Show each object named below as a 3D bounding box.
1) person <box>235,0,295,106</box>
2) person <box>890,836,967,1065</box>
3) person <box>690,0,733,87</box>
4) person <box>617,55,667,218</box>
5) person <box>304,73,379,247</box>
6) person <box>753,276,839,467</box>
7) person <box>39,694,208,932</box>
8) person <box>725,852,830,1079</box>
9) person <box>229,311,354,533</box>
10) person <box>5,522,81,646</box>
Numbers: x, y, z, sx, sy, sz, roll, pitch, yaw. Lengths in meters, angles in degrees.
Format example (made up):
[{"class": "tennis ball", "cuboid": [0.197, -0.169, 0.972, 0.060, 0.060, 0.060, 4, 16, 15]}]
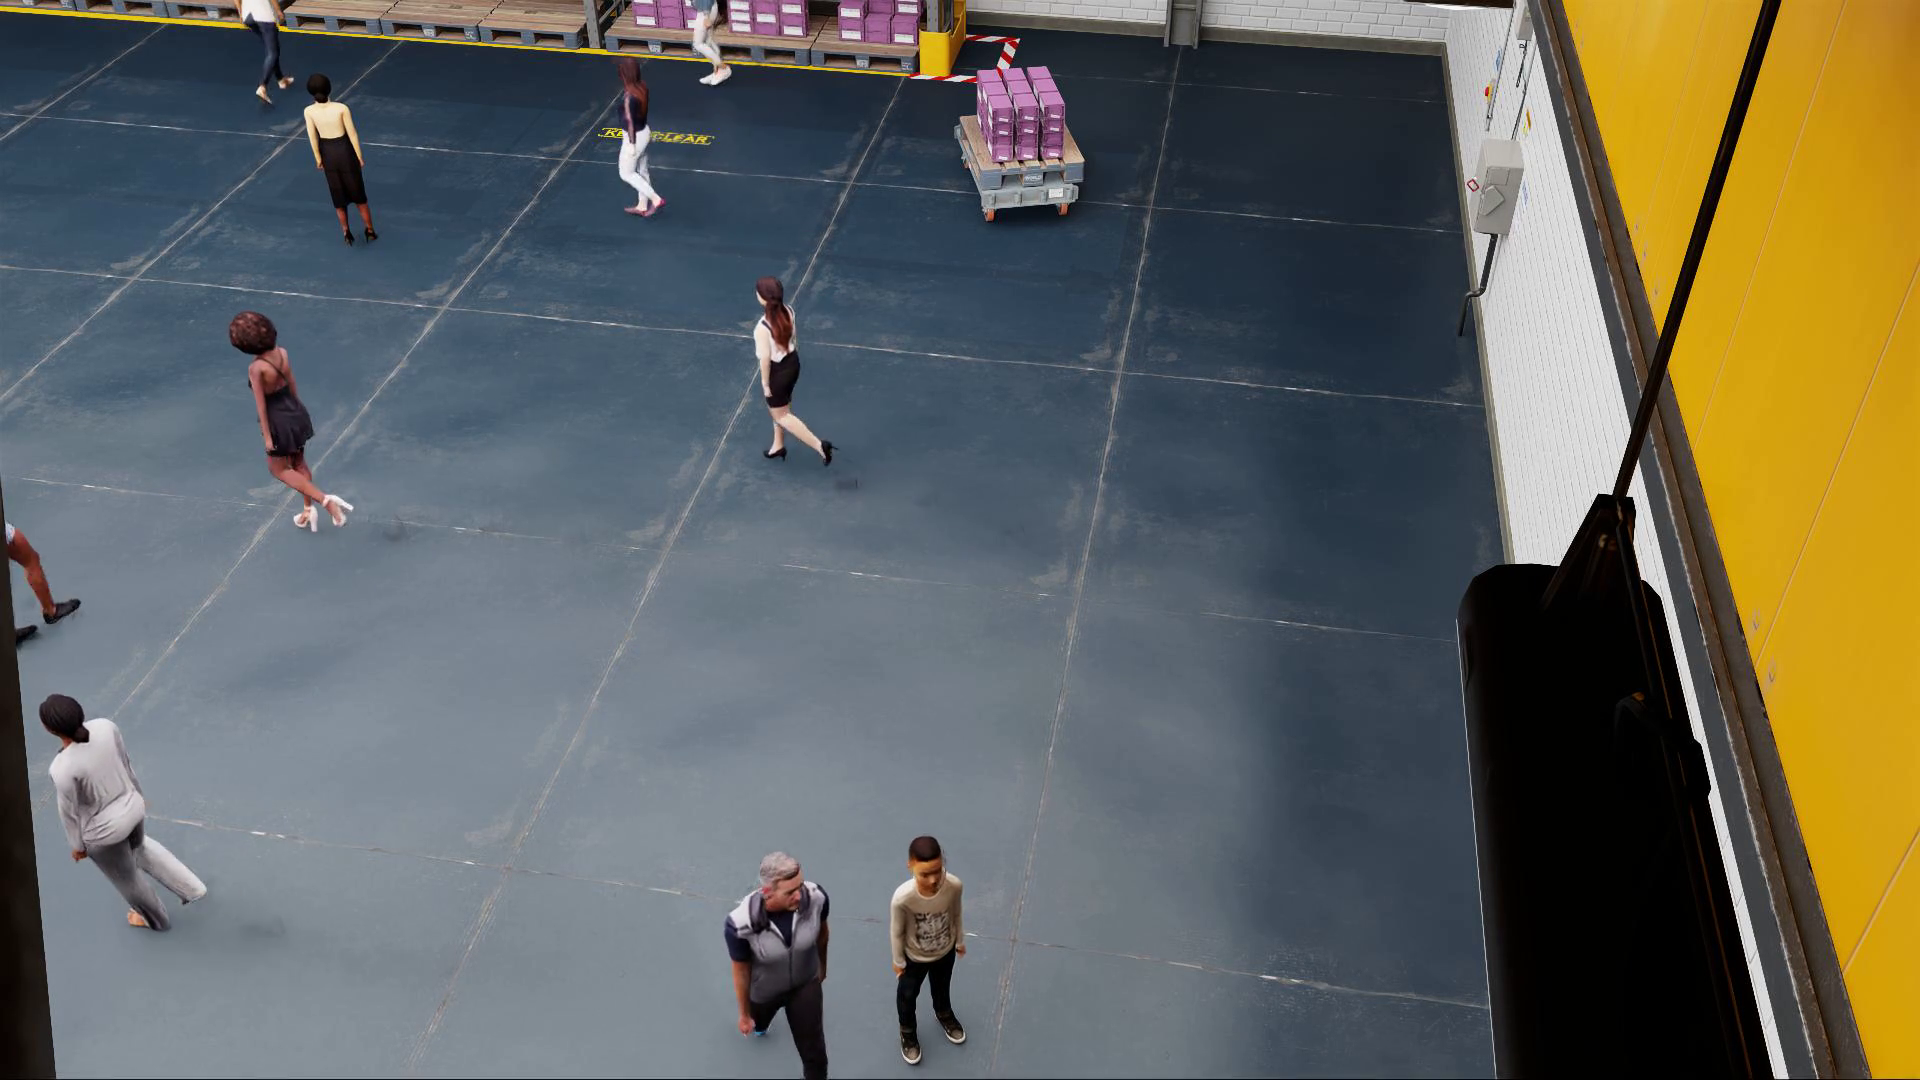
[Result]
[{"class": "person", "cuboid": [-7.465, -5.511, 17.651, 0.981, 1.760, 0.677, 8, 39, 10]}, {"class": "person", "cuboid": [-0.167, 2.045, 8.426, 0.605, 1.465, 0.689, -17, 42, -20]}, {"class": "person", "cuboid": [-2.657, -5.702, 17.952, 0.732, 1.682, 0.714, -3, 39, -3]}, {"class": "person", "cuboid": [-2.982, -3.738, 15.558, 0.650, 1.602, 0.595, 6, 39, 7]}, {"class": "person", "cuboid": [-5.666, -3.465, 15.175, 0.588, 1.653, 0.703, -7, 39, -8]}, {"class": "person", "cuboid": [-1.260, -1.191, 12.344, 1.007, 1.631, 0.758, 20, 43, 23]}, {"class": "person", "cuboid": [-4.470, 1.503, 8.897, 0.714, 1.724, 0.630, 8, 39, 10]}, {"class": "person", "cuboid": [-0.913, 2.105, 8.098, 1.252, 1.781, 1.202, -15, 41, -18]}, {"class": "person", "cuboid": [-4.670, -0.777, 11.717, 0.877, 1.768, 0.652, 8, 39, 9]}, {"class": "person", "cuboid": [-6.418, 0.010, 10.770, 0.815, 1.720, 0.782, 17, 42, 20]}]
